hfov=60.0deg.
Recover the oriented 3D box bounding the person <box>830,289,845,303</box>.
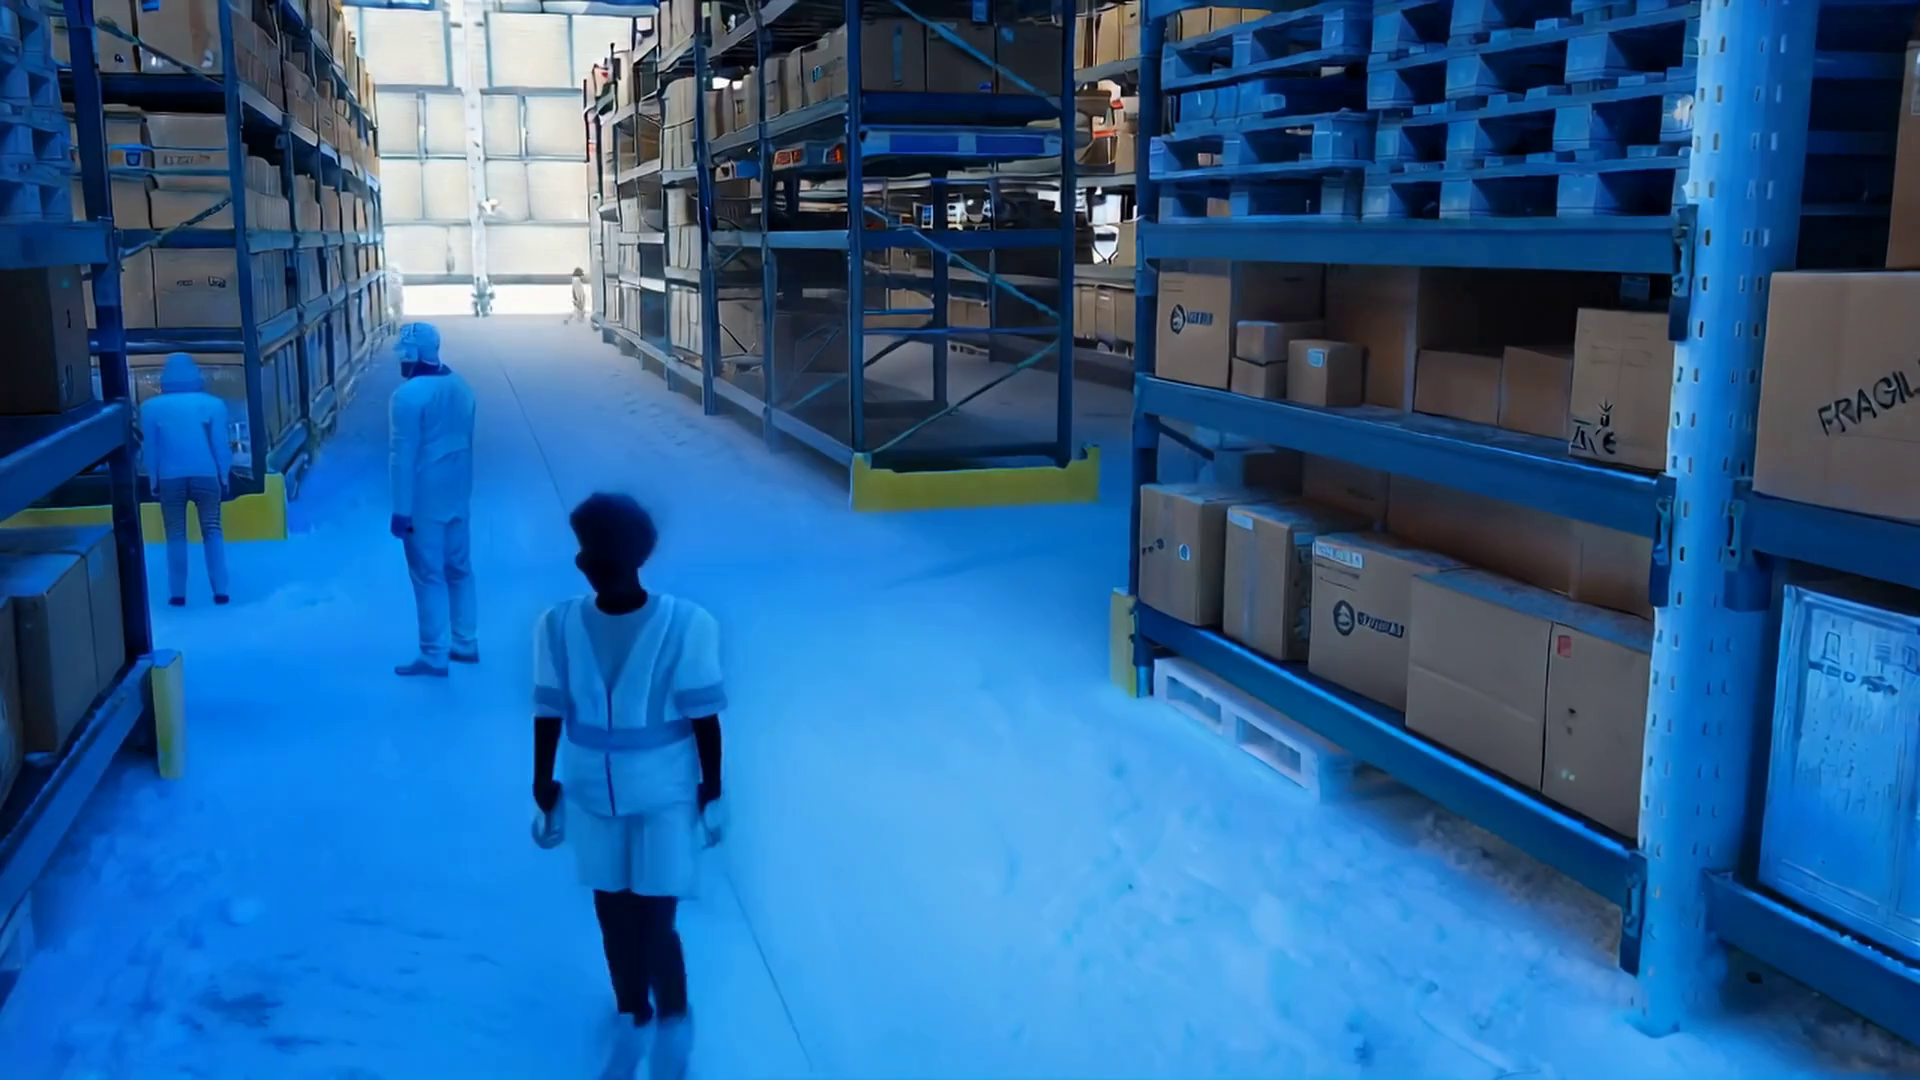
[{"bbox_3d":[-3.040,-6.581,43.715,0.945,1.942,0.630,-8,13,-36],"label":"person"}]

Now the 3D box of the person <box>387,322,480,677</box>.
[{"bbox_3d":[-2.866,-0.218,8.972,0.400,1.899,0.649,3,11,15],"label":"person"}]

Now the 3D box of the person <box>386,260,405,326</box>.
[{"bbox_3d":[-13.853,-5.932,40.608,0.736,1.778,0.625,0,10,-1],"label":"person"}]

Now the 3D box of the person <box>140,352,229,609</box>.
[{"bbox_3d":[-4.908,-0.375,10.577,0.496,1.626,0.286,-6,12,-30],"label":"person"}]

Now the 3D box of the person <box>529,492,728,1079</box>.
[{"bbox_3d":[-0.911,0.707,4.473,0.544,1.679,0.442,2,11,12],"label":"person"}]

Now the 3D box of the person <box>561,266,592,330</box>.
[{"bbox_3d":[-9.733,-6.120,42.092,0.752,1.611,0.514,0,10,0],"label":"person"}]

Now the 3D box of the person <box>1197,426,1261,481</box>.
[{"bbox_3d":[1.659,-0.271,9.820,0.621,1.672,0.558,-4,11,-22],"label":"person"}]
